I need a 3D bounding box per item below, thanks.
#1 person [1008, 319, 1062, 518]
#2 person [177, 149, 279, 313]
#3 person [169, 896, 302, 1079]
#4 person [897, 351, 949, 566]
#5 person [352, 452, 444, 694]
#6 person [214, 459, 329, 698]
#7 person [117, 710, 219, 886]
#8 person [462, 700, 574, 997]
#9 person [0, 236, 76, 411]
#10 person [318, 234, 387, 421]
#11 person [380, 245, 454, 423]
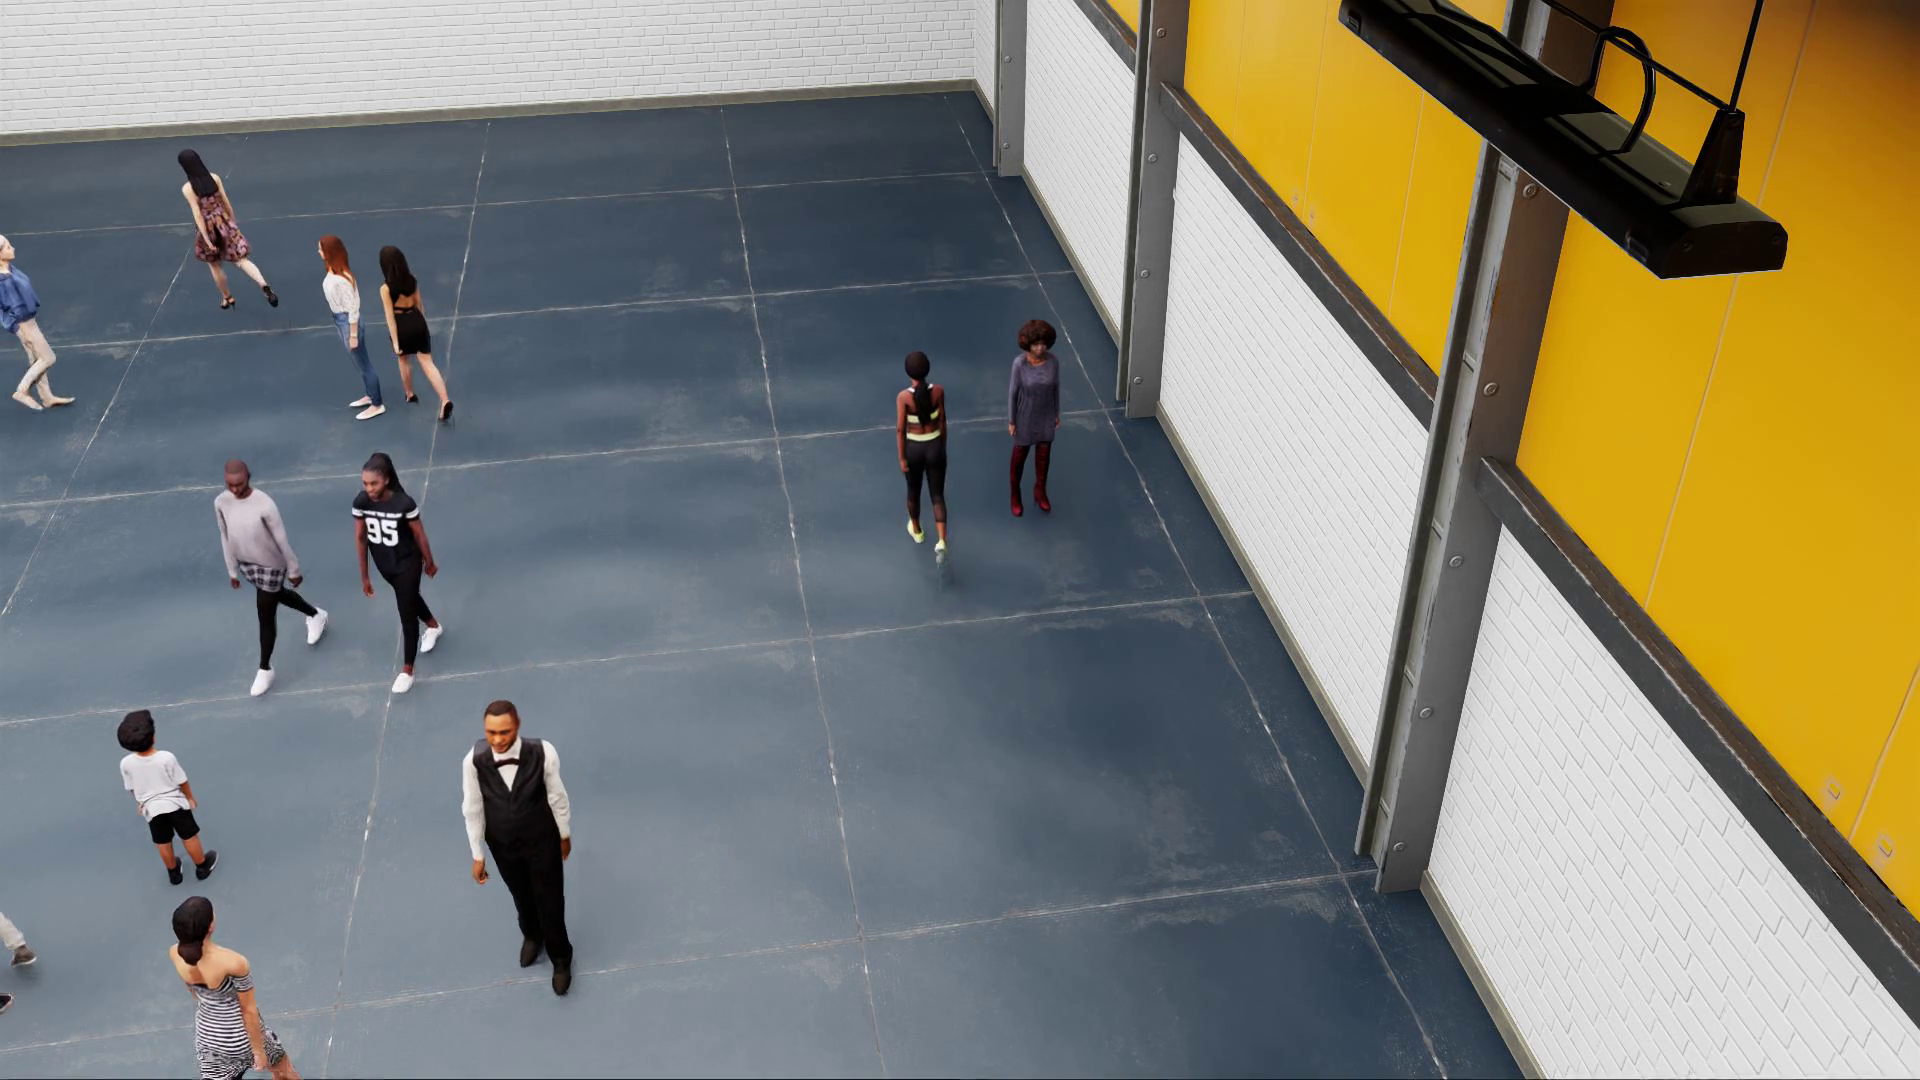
[{"bbox_3d":[0.595,-0.984,13.367,0.605,1.709,0.528,-9,35,-13],"label":"person"},{"bbox_3d":[-7.201,-2.941,16.287,1.155,1.736,1.127,20,39,28],"label":"person"},{"bbox_3d":[-3.578,2.518,8.040,0.874,1.773,1.175,7,34,10],"label":"person"},{"bbox_3d":[-0.247,-0.607,12.779,0.561,1.732,0.995,-7,34,-10],"label":"person"},{"bbox_3d":[-3.921,0.134,11.704,0.858,1.688,1.189,5,34,8],"label":"person"},{"bbox_3d":[-4.834,0.130,11.674,0.974,1.728,1.245,9,35,14],"label":"person"},{"bbox_3d":[-4.777,1.550,9.960,0.486,1.260,0.481,-7,34,-10],"label":"person"},{"bbox_3d":[-2.431,1.613,9.269,0.749,1.921,0.837,-2,34,-4],"label":"person"},{"bbox_3d":[-8.388,-1.884,14.737,0.787,1.690,0.734,-16,37,-22],"label":"person"},{"bbox_3d":[-5.393,-1.903,14.733,0.697,1.728,0.537,-16,37,-23],"label":"person"},{"bbox_3d":[-4.787,-1.774,14.641,1.086,1.614,0.943,23,40,31],"label":"person"}]
